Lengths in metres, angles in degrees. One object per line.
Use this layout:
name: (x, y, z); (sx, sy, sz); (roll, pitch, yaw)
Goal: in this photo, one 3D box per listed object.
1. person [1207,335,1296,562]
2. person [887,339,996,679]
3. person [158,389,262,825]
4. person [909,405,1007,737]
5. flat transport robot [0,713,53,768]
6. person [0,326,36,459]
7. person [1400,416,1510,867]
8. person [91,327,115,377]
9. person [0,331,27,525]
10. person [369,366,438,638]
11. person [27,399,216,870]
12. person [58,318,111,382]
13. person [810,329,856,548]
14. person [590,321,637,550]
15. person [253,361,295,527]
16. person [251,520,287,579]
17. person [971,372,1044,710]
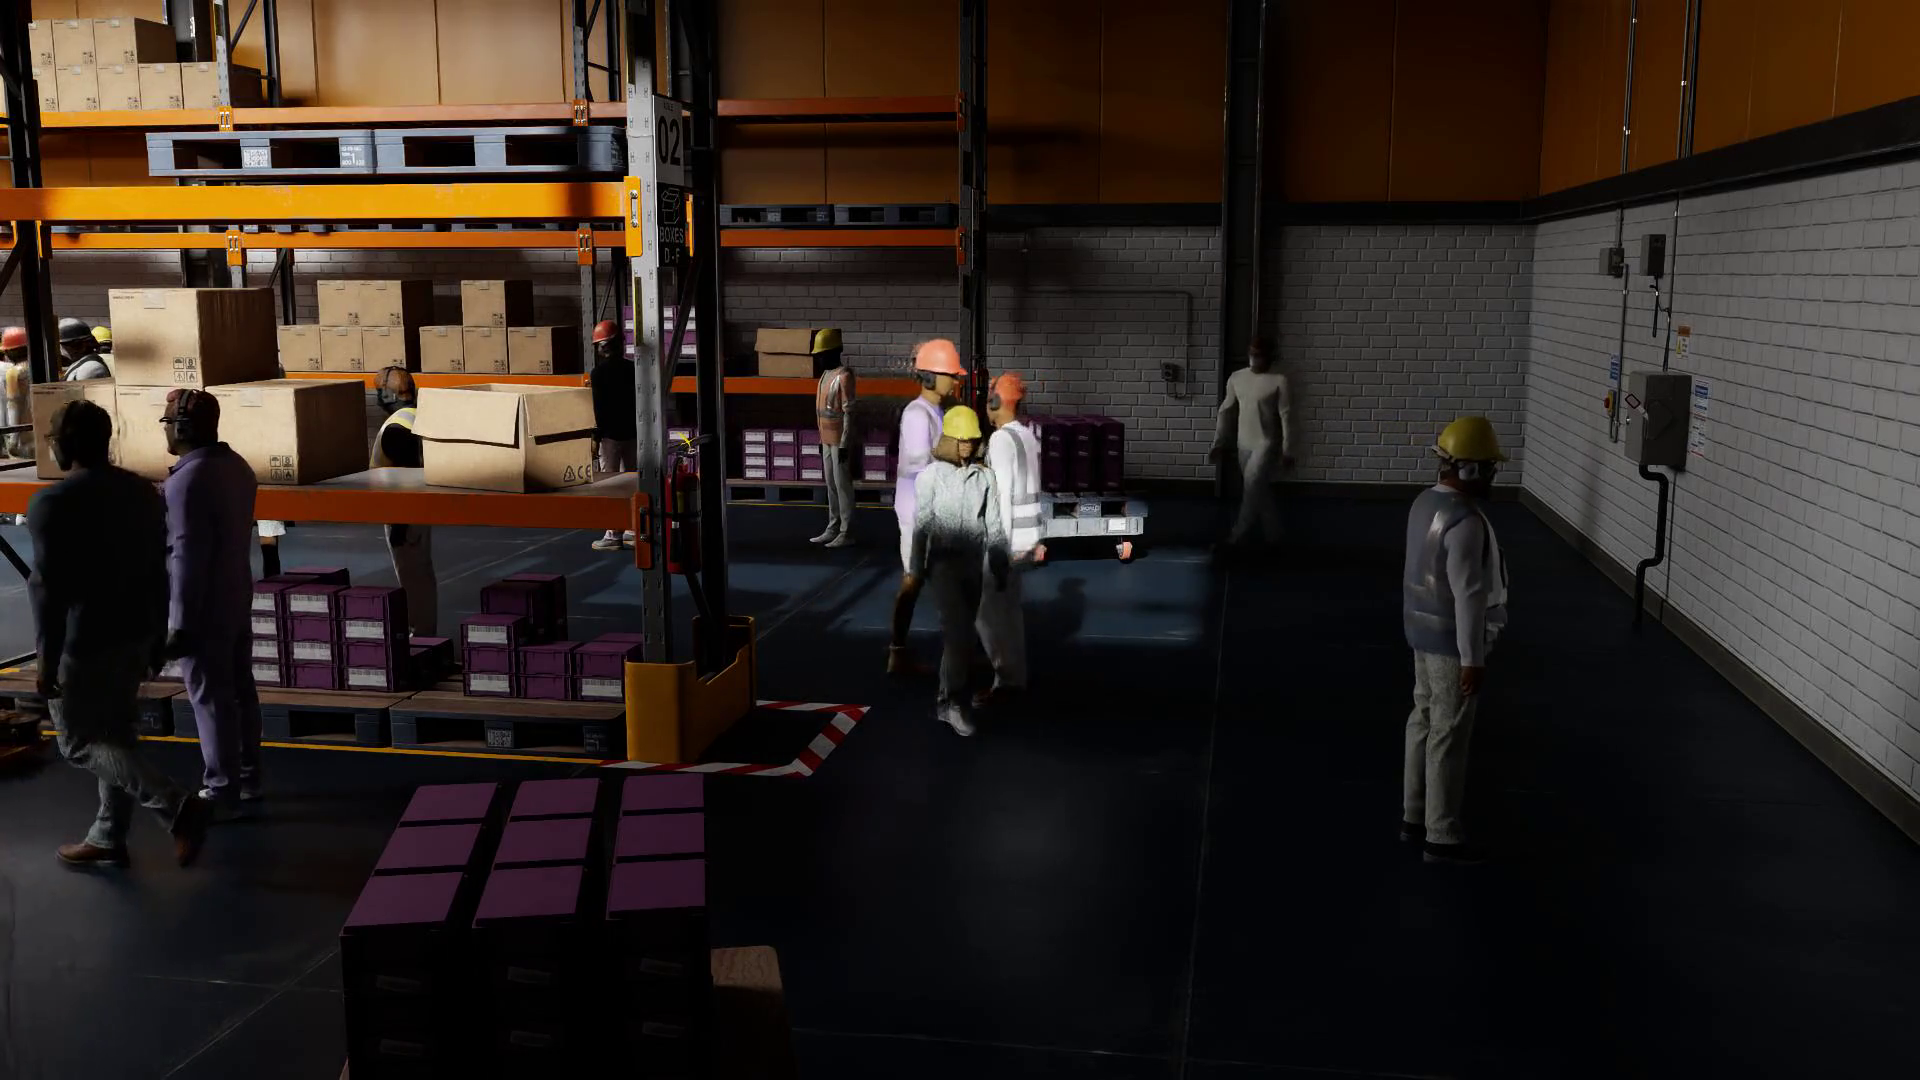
person: (2.416, -0.757, 13.848); (1.050, 1.875, 0.645); (-7, 12, -38)
person: (-0.065, -0.159, 9.754); (0.827, 2.012, 0.629); (2, 9, 12)
person: (-3.312, 0.292, 7.289); (0.409, 1.908, 0.641); (0, 9, -3)
person: (0.026, 0.164, 8.647); (0.500, 1.716, 0.594); (-7, 11, -37)
flat transport robot: (-5.273, 0.982, 8.067); (1.431, 0.197, 0.652); (1, 9, 9)
person: (-8.349, -0.968, 15.050); (0.504, 1.923, 0.601); (2, 9, 10)
person: (2.028, 0.405, 6.823); (0.404, 1.827, 0.600); (0, 9, -3)
person: (-9.054, -1.344, 17.672); (0.404, 1.828, 0.600); (8, 12, 40)
person: (-9.093, -1.067, 15.821); (0.508, 1.876, 0.329); (0, 9, -1)
person: (-3.413, -0.146, 10.215); (0.429, 1.839, 0.633); (-1, 9, -8)
person: (-3.311, 0.405, 6.551); (0.717, 1.924, 0.637); (2, 9, 12)
person: (-7.452, -0.875, 14.116); (0.536, 2.000, 0.675); (-5, 10, -27)
person: (-1.107, -0.886, 14.564); (0.380, 1.917, 0.586); (-4, 10, -25)
person: (-3.000, -0.906, 14.464); (0.386, 1.989, 0.608); (5, 10, 27)
person: (-6.512, -1.062, 15.627); (0.383, 1.927, 0.543); (-8, 12, -41)
person: (-4.714, -0.334, 11.097); (0.542, 1.931, 0.366); (-7, 12, -38)
person: (0.262, 0.013, 9.185); (0.382, 1.864, 0.654); (3, 10, 16)
